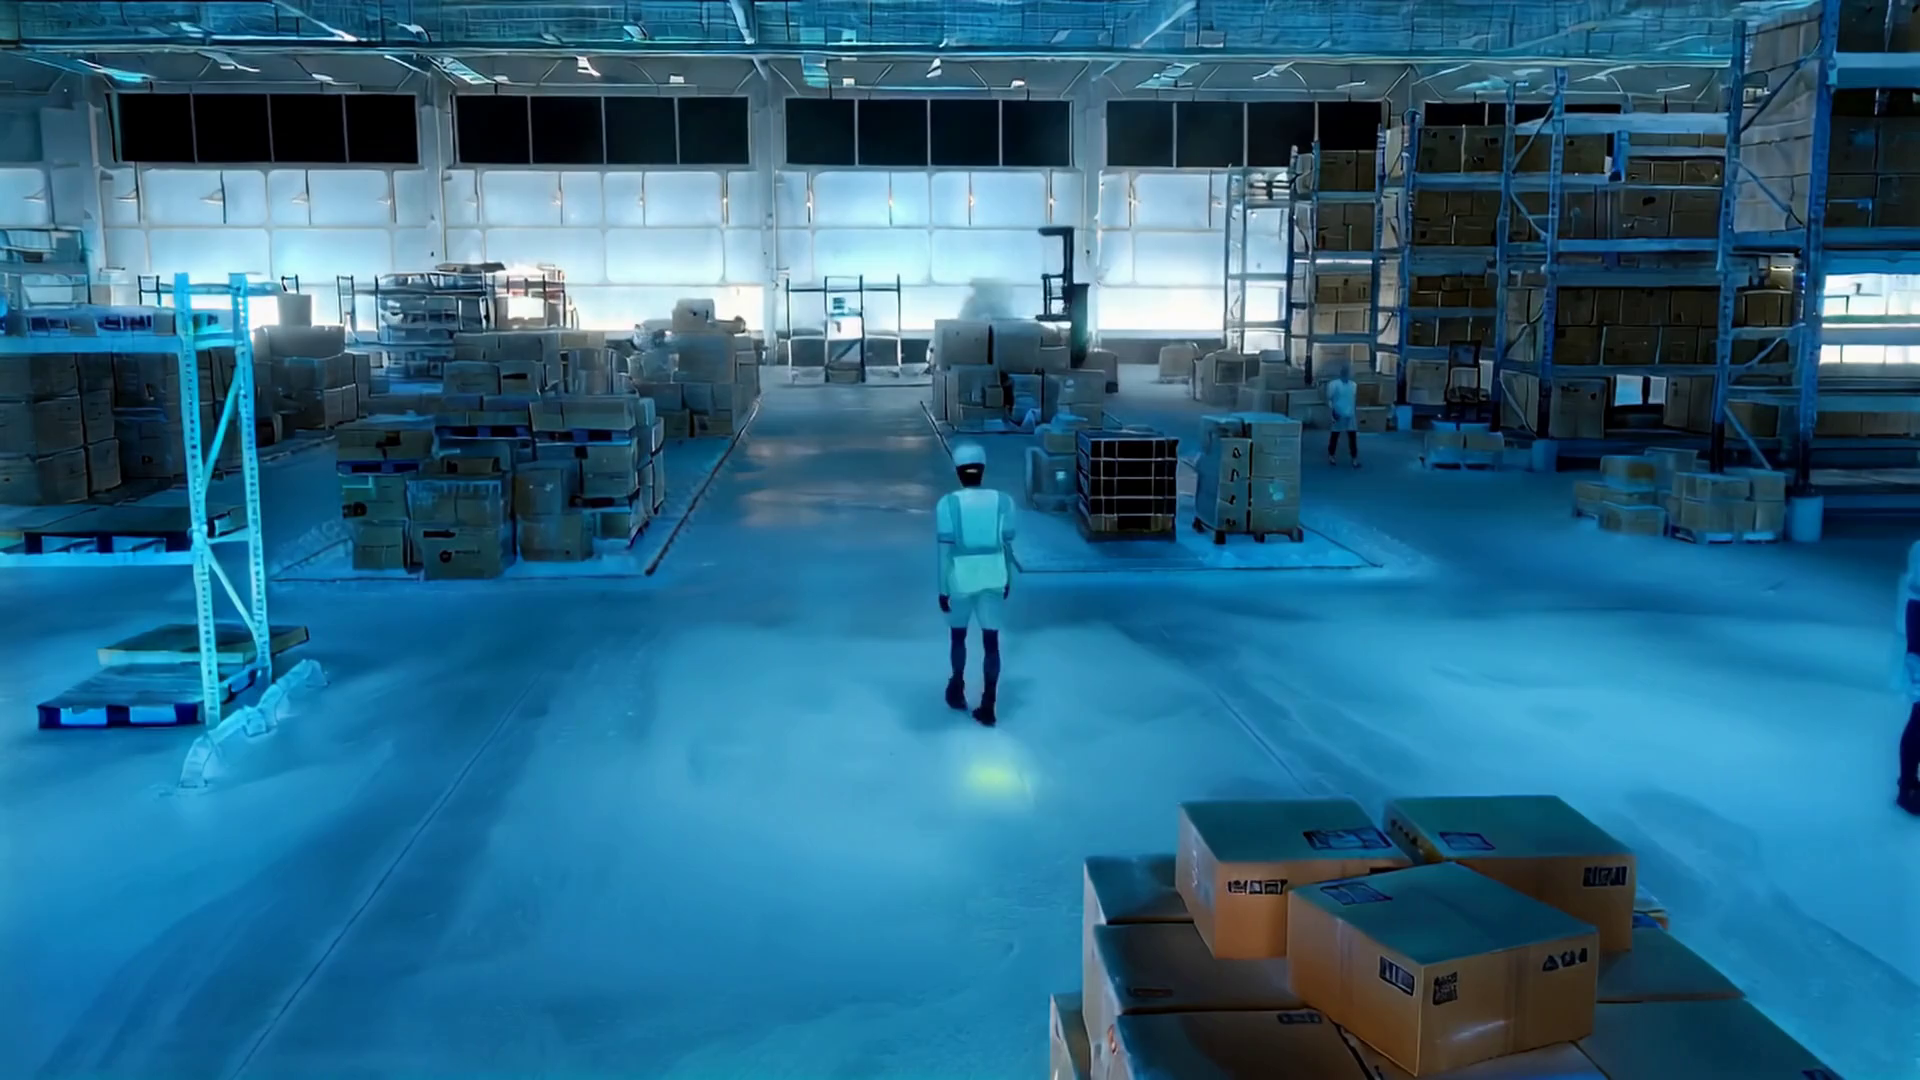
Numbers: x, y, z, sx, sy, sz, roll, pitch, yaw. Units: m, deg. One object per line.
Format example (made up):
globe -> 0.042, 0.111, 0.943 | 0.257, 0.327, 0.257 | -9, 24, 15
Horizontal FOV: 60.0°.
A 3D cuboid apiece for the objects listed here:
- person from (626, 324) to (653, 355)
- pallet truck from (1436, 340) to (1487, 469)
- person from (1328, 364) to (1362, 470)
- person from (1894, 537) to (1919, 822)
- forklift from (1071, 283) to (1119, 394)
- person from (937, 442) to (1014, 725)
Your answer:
person -> -7.485, -4.073, 38.728 | 0.626, 1.870, 0.959 | 0, 9, 3
pallet truck -> 8.004, -2.170, 26.422 | 0.823, 1.965, 1.885 | 2, 9, 14
person -> 6.004, -1.933, 26.008 | 0.536, 1.649, 0.858 | -1, 9, -8
person -> 5.509, 0.586, 9.209 | 0.614, 1.963, 0.362 | -2, 9, -12
forklift -> 3.066, -5.144, 42.330 | 1.873, 2.768, 1.129 | -1, 9, -4
person -> 0.100, 0.274, 11.427 | 0.571, 1.879, 0.910 | -2, 9, -12
